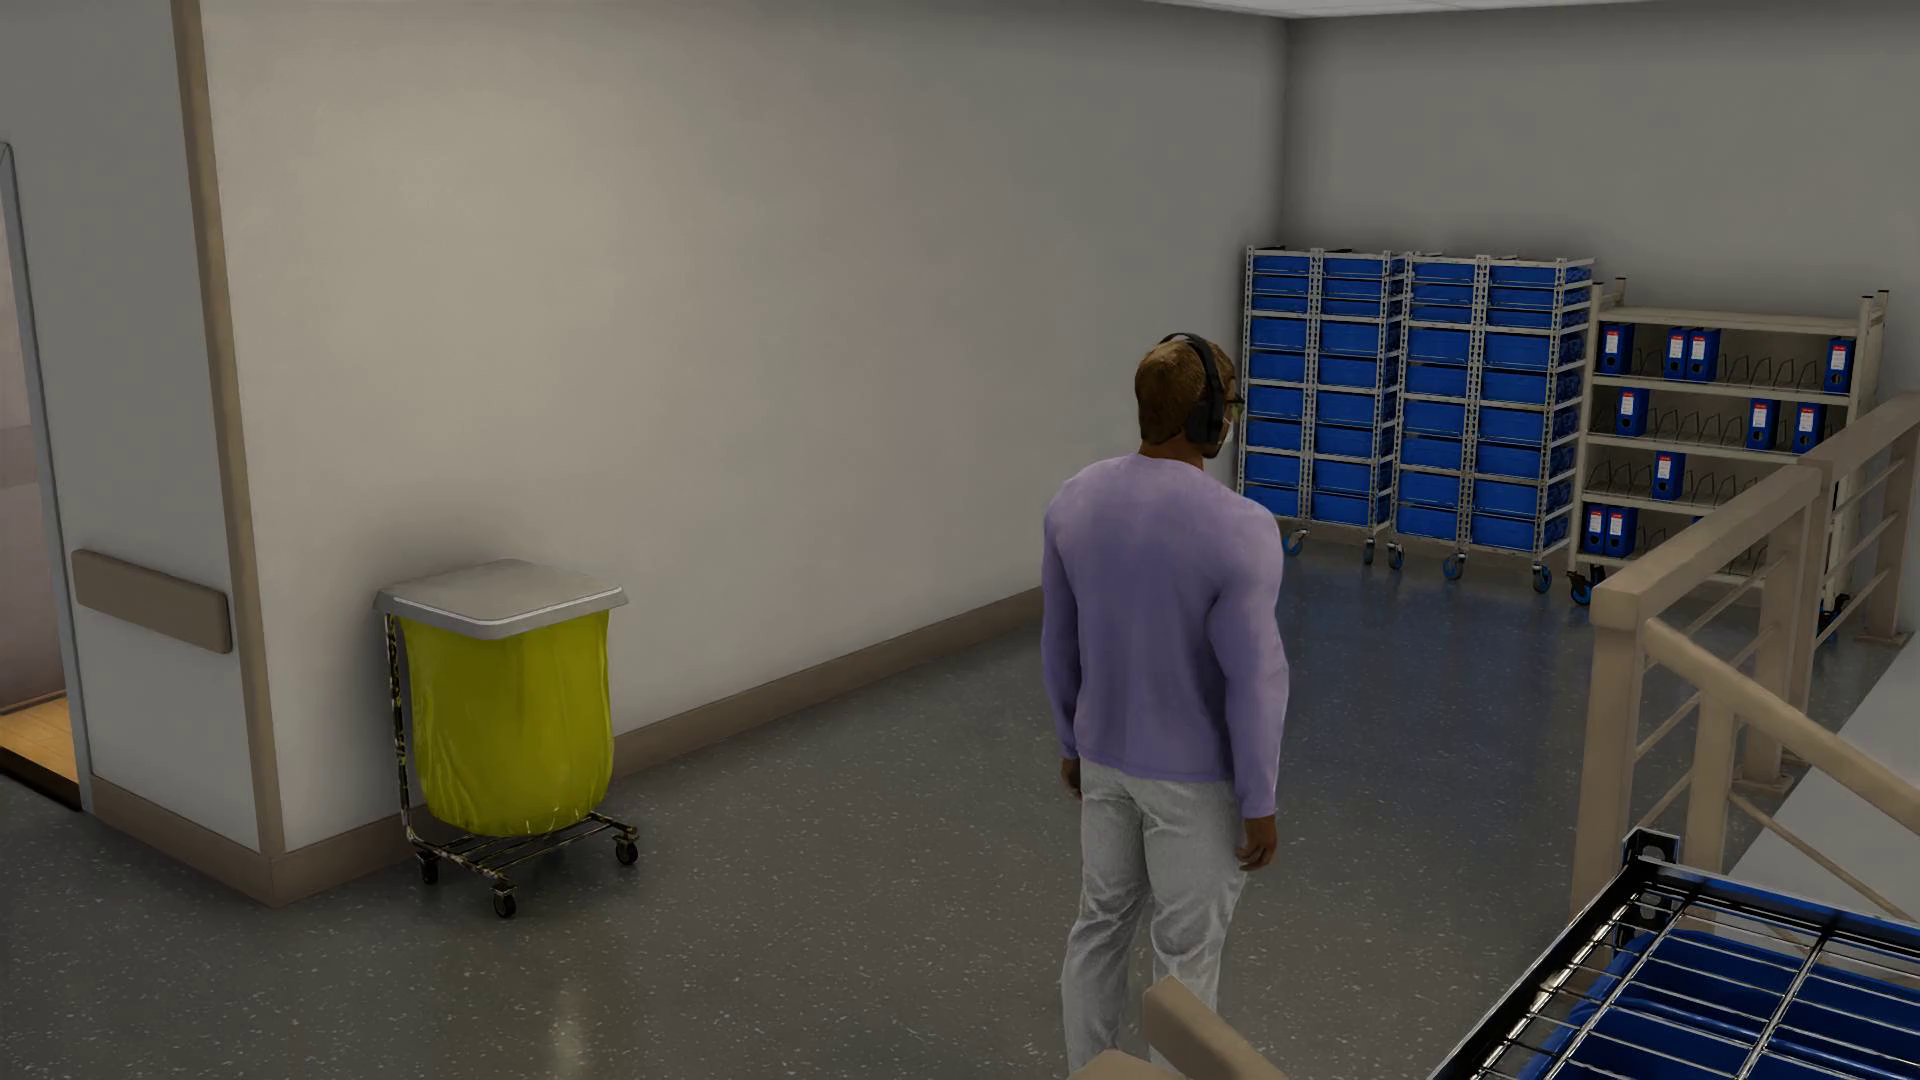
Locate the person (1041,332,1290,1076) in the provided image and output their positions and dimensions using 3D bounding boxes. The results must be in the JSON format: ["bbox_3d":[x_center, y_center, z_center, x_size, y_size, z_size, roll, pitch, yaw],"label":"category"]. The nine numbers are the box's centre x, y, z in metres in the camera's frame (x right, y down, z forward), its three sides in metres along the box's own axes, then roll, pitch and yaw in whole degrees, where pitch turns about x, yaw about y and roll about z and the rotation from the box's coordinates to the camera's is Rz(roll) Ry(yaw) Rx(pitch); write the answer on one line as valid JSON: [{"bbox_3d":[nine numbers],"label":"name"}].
[{"bbox_3d":[0.449,0.507,3.722,0.356,1.938,0.633,-12,18,-41],"label":"person"}]
